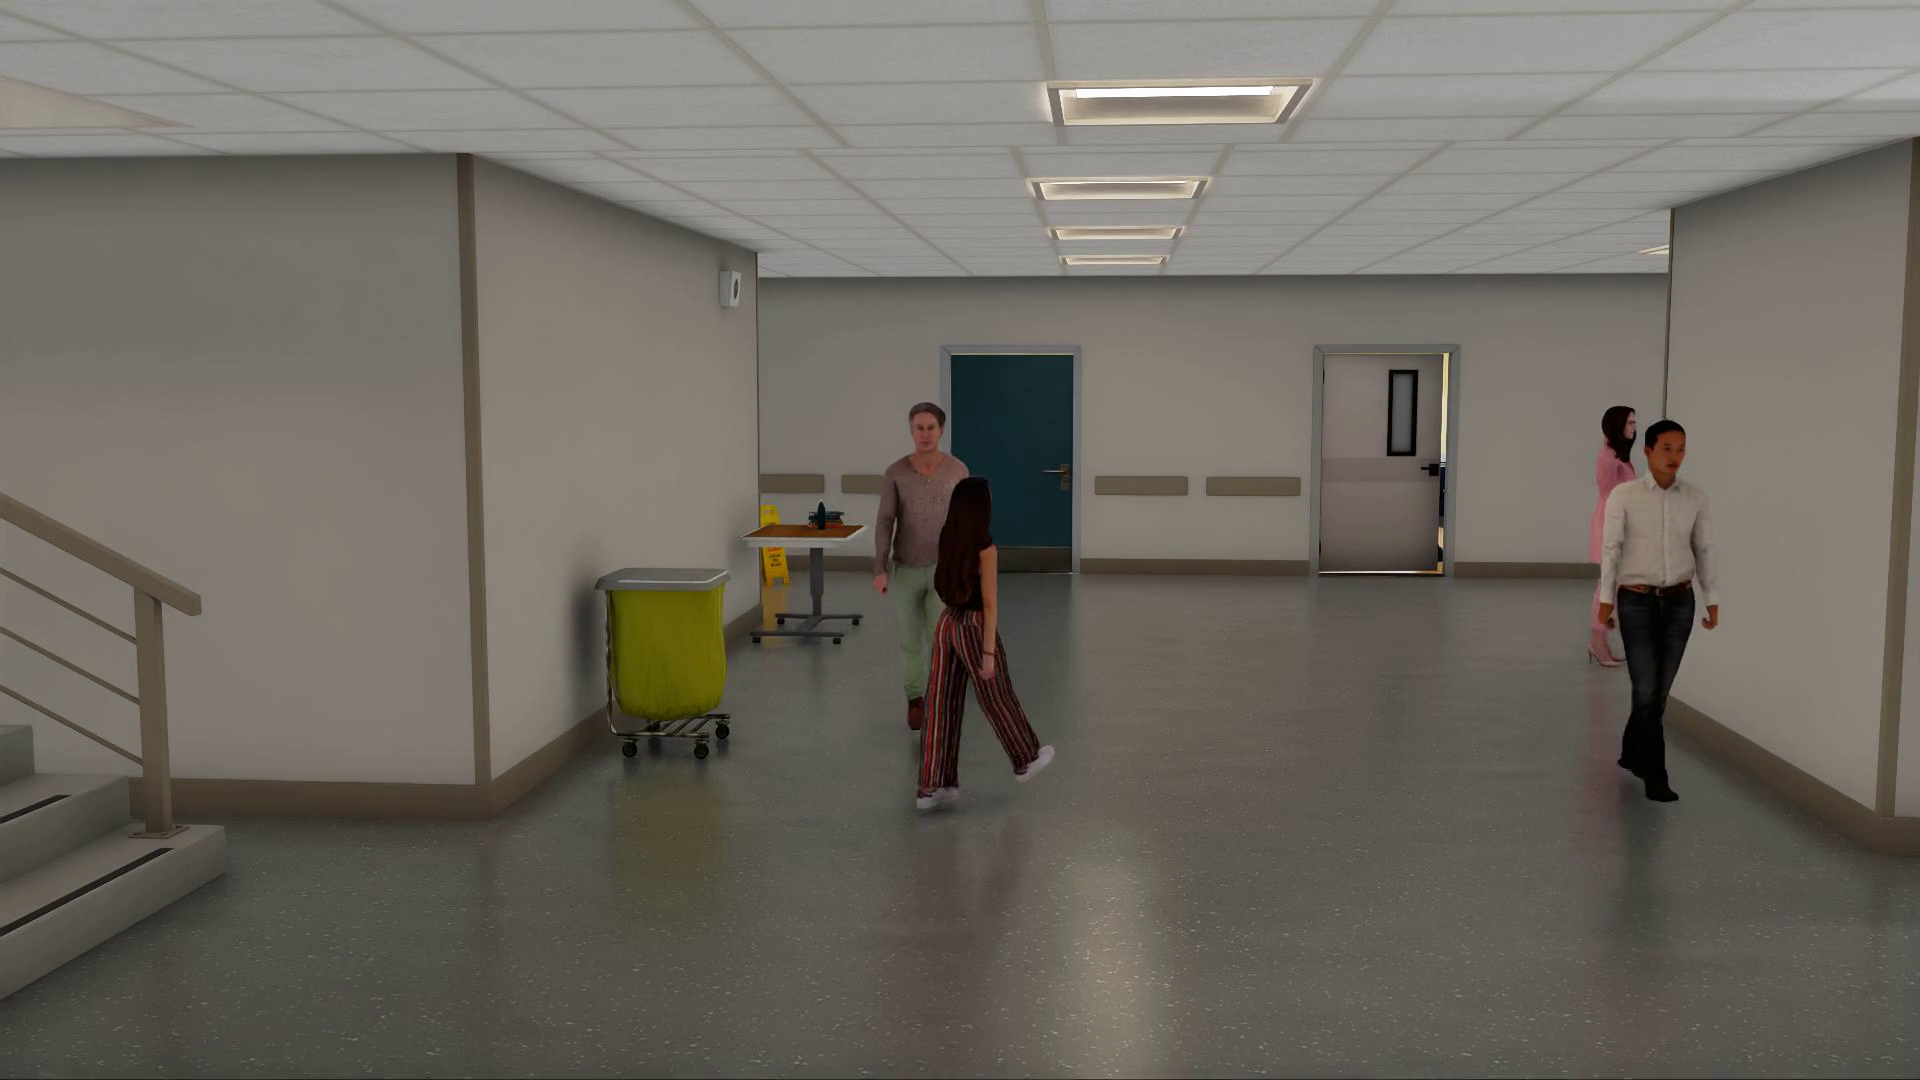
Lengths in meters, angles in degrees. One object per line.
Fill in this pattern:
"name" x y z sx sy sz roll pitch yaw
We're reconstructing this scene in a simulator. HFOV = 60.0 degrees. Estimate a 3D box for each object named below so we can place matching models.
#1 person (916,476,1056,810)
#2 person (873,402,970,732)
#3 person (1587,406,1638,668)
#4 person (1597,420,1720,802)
"person" -0.027 0.498 7.726 1.069 1.517 1.053 -6 8 -44
"person" -0.196 0.197 9.111 1.247 1.839 0.863 0 6 -2
"person" 4.536 -0.034 11.593 0.663 1.801 0.688 3 7 29
"person" 3.360 0.330 8.085 0.967 1.780 0.774 0 6 2
